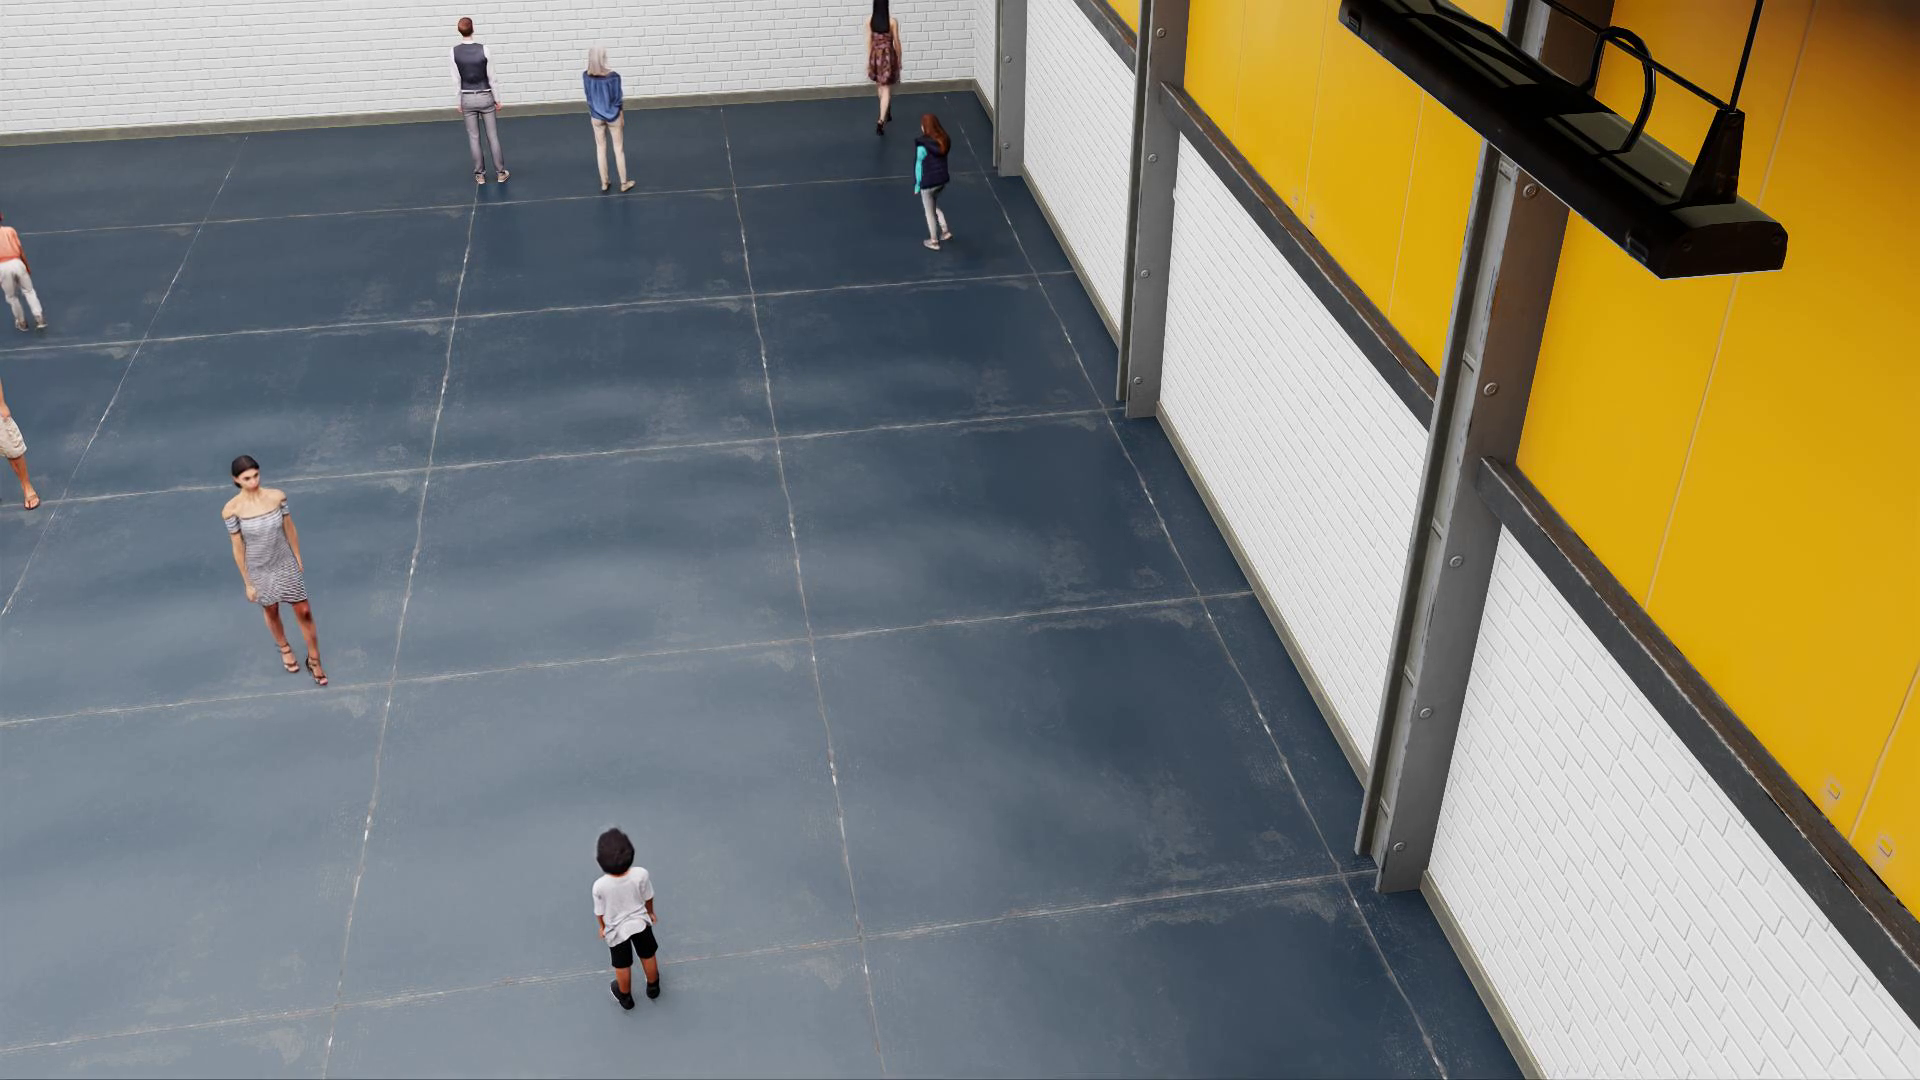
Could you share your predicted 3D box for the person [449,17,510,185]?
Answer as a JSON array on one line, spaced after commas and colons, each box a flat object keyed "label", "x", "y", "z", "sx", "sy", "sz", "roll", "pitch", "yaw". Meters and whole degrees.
[{"label": "person", "x": -5.631, "y": -5.135, "z": 19.404, "sx": 0.652, "sy": 1.938, "sz": 0.529, "roll": -6, "pitch": 34, "yaw": -8}]

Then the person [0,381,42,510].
[{"label": "person", "x": -7.922, "y": -1.096, "z": 13.396, "sx": 0.687, "sy": 1.864, "sz": 0.627, "roll": -12, "pitch": 35, "yaw": -17}]

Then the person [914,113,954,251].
[{"label": "person", "x": -0.244, "y": -3.816, "z": 17.828, "sx": 0.752, "sy": 1.486, "sz": 0.695, "roll": 24, "pitch": 41, "yaw": 32}]

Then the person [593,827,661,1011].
[{"label": "person", "x": -1.834, "y": 2.083, "z": 9.155, "sx": 0.546, "sy": 1.263, "sz": 0.578, "roll": -15, "pitch": 37, "yaw": -22}]

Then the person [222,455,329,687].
[{"label": "person", "x": -4.817, "y": 0.174, "z": 11.537, "sx": 0.767, "sy": 1.805, "sz": 0.868, "roll": -21, "pitch": 39, "yaw": -28}]

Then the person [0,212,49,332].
[{"label": "person", "x": -9.257, "y": -2.647, "z": 16.225, "sx": 0.629, "sy": 1.315, "sz": 0.709, "roll": -26, "pitch": 42, "yaw": -34}]

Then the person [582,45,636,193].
[{"label": "person", "x": -4.088, "y": -4.876, "z": 19.232, "sx": 0.683, "sy": 1.698, "sz": 0.669, "roll": 5, "pitch": 34, "yaw": 7}]

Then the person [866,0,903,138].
[{"label": "person", "x": -0.961, "y": -5.868, "z": 20.690, "sx": 0.865, "sy": 1.737, "sz": 1.232, "roll": 5, "pitch": 34, "yaw": 8}]
